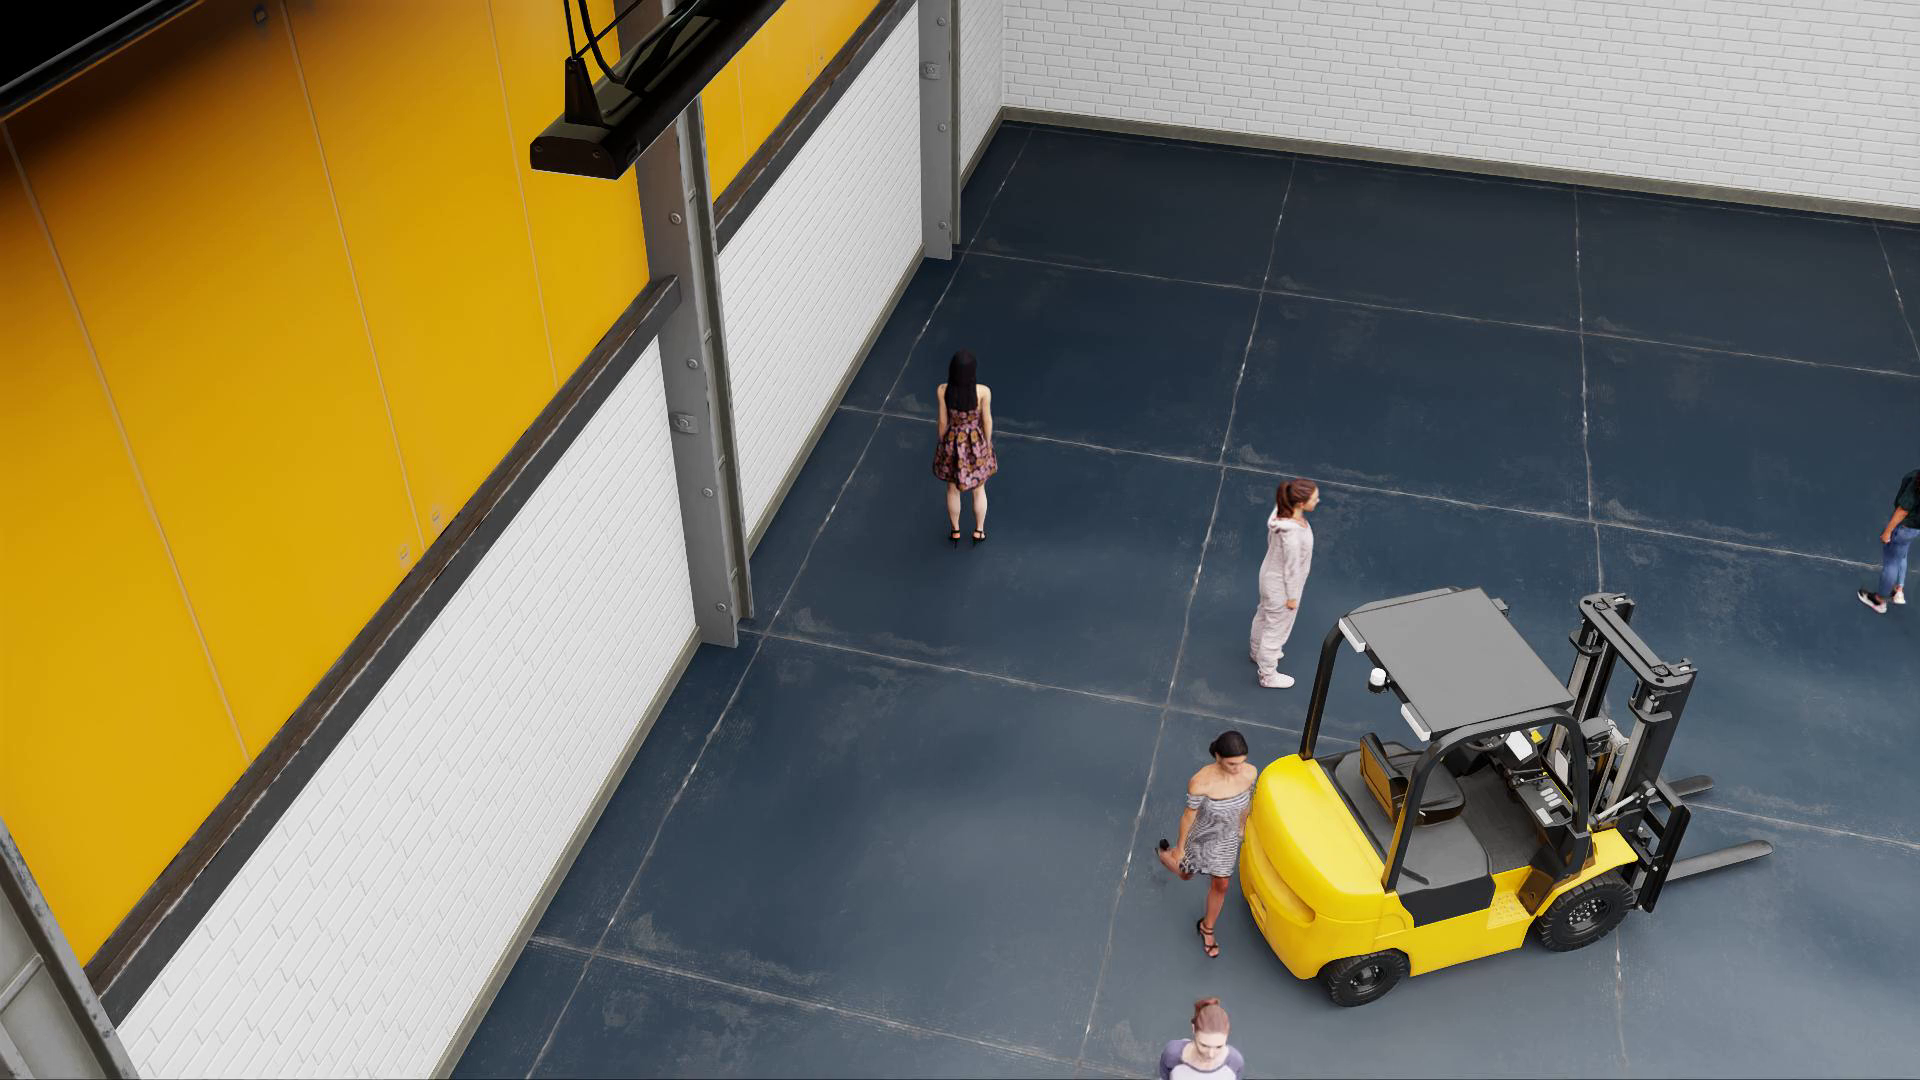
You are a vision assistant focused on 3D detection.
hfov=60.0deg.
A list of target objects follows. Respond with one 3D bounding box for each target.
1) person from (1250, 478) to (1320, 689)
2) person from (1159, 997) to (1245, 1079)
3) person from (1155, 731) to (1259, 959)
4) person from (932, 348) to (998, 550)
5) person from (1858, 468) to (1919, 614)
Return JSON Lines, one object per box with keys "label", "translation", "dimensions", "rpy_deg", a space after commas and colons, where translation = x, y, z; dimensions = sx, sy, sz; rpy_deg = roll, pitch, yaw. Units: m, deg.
{"label": "person", "translation": [2.214, 0.271, 11.525], "dimensions": [0.766, 1.692, 0.620], "rpy_deg": [-2, 39, -3]}
{"label": "person", "translation": [1.155, 2.835, 8.266], "dimensions": [0.653, 1.754, 0.913], "rpy_deg": [4, 39, 5]}
{"label": "person", "translation": [1.419, 1.667, 9.696], "dimensions": [0.935, 1.794, 1.081], "rpy_deg": [-12, 40, -14]}
{"label": "person", "translation": [0.034, -0.691, 12.664], "dimensions": [0.714, 1.774, 0.724], "rpy_deg": [3, 39, 3]}
{"label": "person", "translation": [6.955, -0.085, 12.035], "dimensions": [0.721, 1.613, 0.772], "rpy_deg": [-15, 41, -18]}
